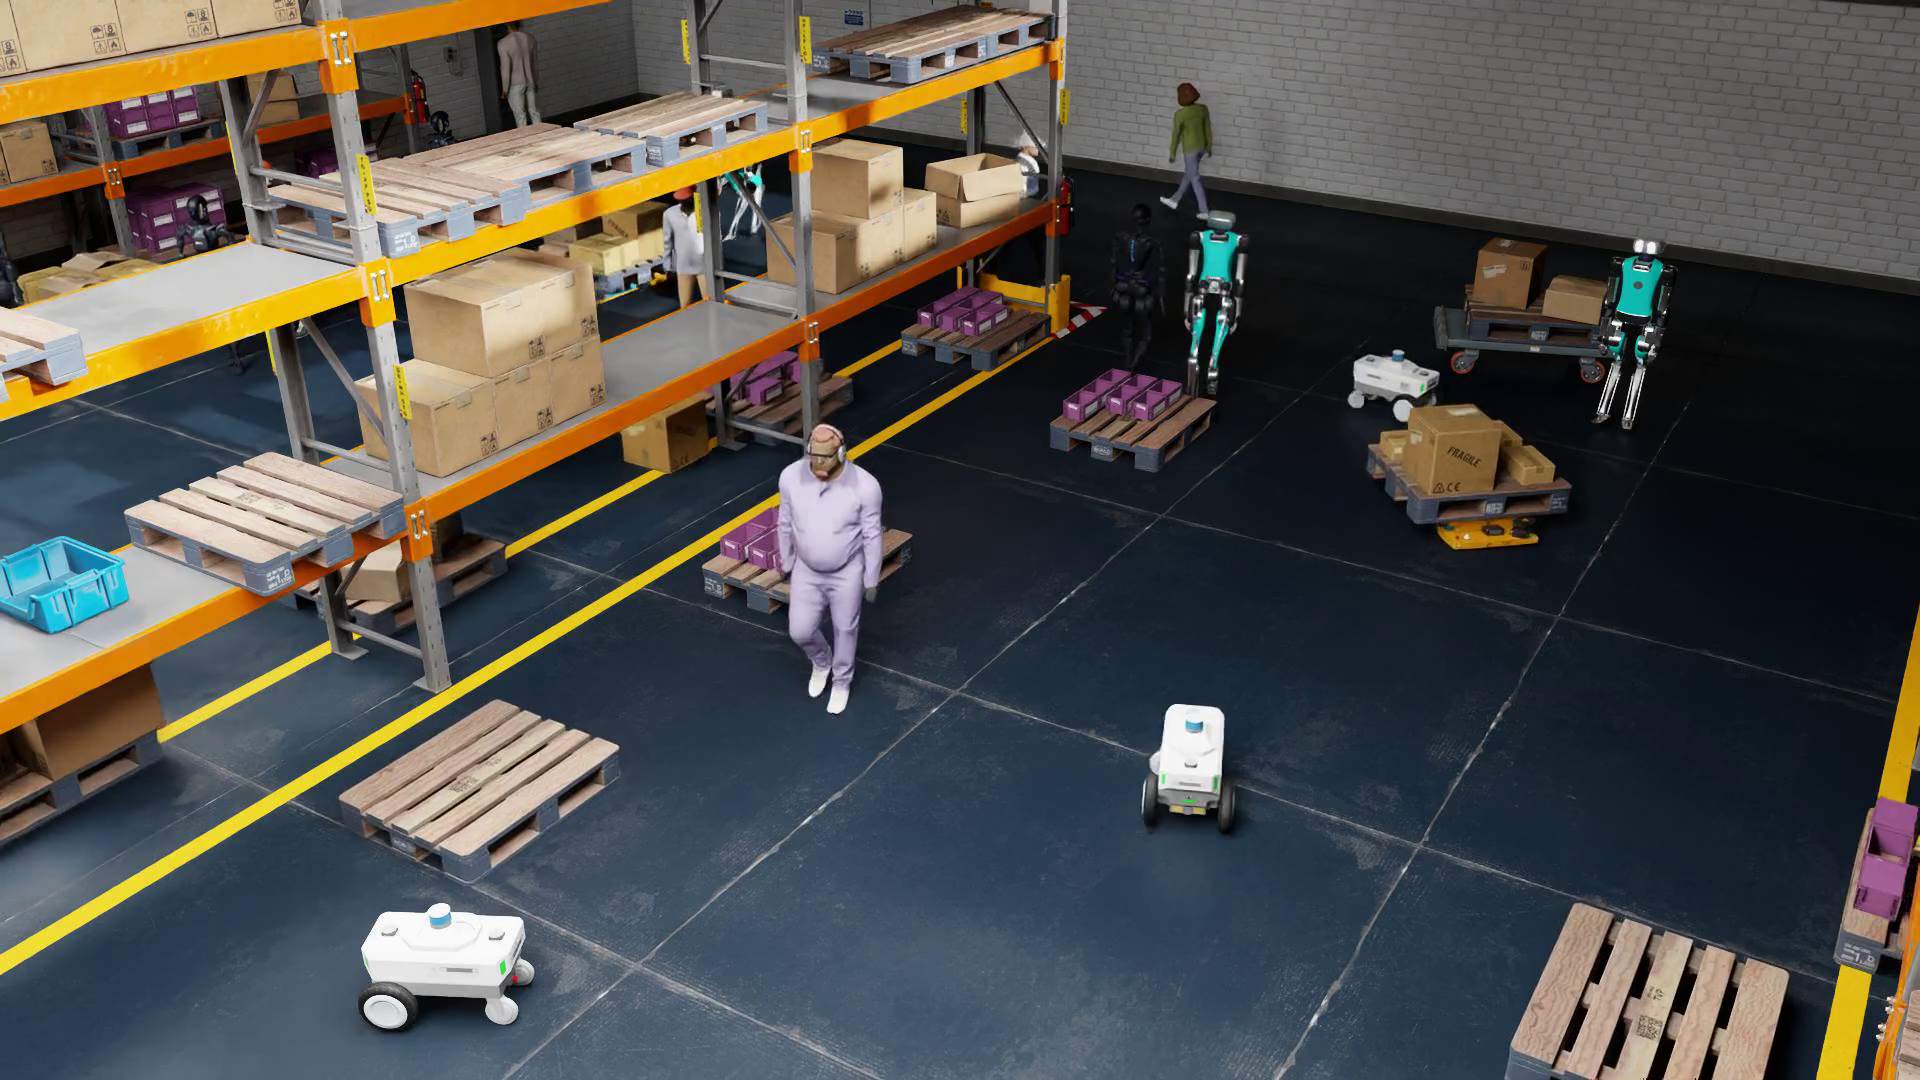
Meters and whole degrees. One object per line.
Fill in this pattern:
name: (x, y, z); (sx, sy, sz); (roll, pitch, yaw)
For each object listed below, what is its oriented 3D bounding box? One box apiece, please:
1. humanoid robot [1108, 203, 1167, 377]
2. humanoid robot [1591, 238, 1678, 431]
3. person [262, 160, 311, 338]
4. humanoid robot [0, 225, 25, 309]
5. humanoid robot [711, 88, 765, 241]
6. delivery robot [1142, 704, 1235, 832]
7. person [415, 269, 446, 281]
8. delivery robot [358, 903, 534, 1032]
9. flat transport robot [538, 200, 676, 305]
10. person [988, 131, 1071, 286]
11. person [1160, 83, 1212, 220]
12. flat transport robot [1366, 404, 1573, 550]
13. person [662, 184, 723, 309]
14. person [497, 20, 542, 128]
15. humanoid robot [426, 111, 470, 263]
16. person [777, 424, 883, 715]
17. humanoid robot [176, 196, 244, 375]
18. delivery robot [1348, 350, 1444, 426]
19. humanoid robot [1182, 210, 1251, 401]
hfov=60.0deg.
humanoid robot: (1.580, -2.245, 15.081); (0.584, 1.643, 0.538); (14, 30, 26)
humanoid robot: (5.653, -1.765, 13.906); (0.533, 1.677, 0.735); (16, 31, 28)
person: (-6.624, -2.821, 16.115); (0.568, 1.749, 0.341); (14, 30, 25)
humanoid robot: (-8.931, -2.441, 15.479); (0.592, 1.626, 0.718); (15, 31, 27)
humanoid robot: (-2.516, -4.343, 19.144); (0.561, 1.779, 0.815); (14, 30, 26)
delivery robot: (1.305, 1.272, 9.385); (0.499, 0.603, 0.775); (4, 27, 9)
person: (-4.053, -1.337, 13.087); (0.332, 1.846, 0.522); (3, 27, 5)
delivery robot: (-2.458, 2.003, 7.939); (0.802, 0.598, 0.499); (2, 27, 3)
flat transport robot: (-3.783, -2.696, 17.510); (0.659, 0.231, 1.431); (17, 31, 30)
person: (0.678, -3.440, 17.388); (0.943, 1.700, 0.743); (9, 28, 17)
person: (2.743, -4.661, 19.911); (0.513, 1.582, 0.832); (-18, 32, -32)
flat transport robot: (3.833, -0.329, 12.847); (0.659, 0.231, 1.431); (-4, 27, -8)
person: (-2.511, -2.580, 15.656); (0.585, 1.744, 0.353); (2, 27, 4)
person: (-5.934, -6.135, 22.451); (0.370, 1.934, 0.627); (18, 32, 32)
humanoid robot: (-5.603, -3.886, 18.287); (0.599, 1.654, 0.315); (16, 31, 28)
person: (-0.791, 0.189, 10.027); (0.671, 1.891, 0.450); (5, 27, 9)
humanoid robot: (-6.869, -2.351, 15.287); (0.610, 1.638, 0.557); (-1, 27, -1)
delivery robot: (3.823, -1.359, 14.570); (0.803, 0.603, 0.499); (22, 34, 36)
humanoid robot: (2.167, -1.899, 14.336); (0.555, 1.758, 0.966); (6, 27, 11)
